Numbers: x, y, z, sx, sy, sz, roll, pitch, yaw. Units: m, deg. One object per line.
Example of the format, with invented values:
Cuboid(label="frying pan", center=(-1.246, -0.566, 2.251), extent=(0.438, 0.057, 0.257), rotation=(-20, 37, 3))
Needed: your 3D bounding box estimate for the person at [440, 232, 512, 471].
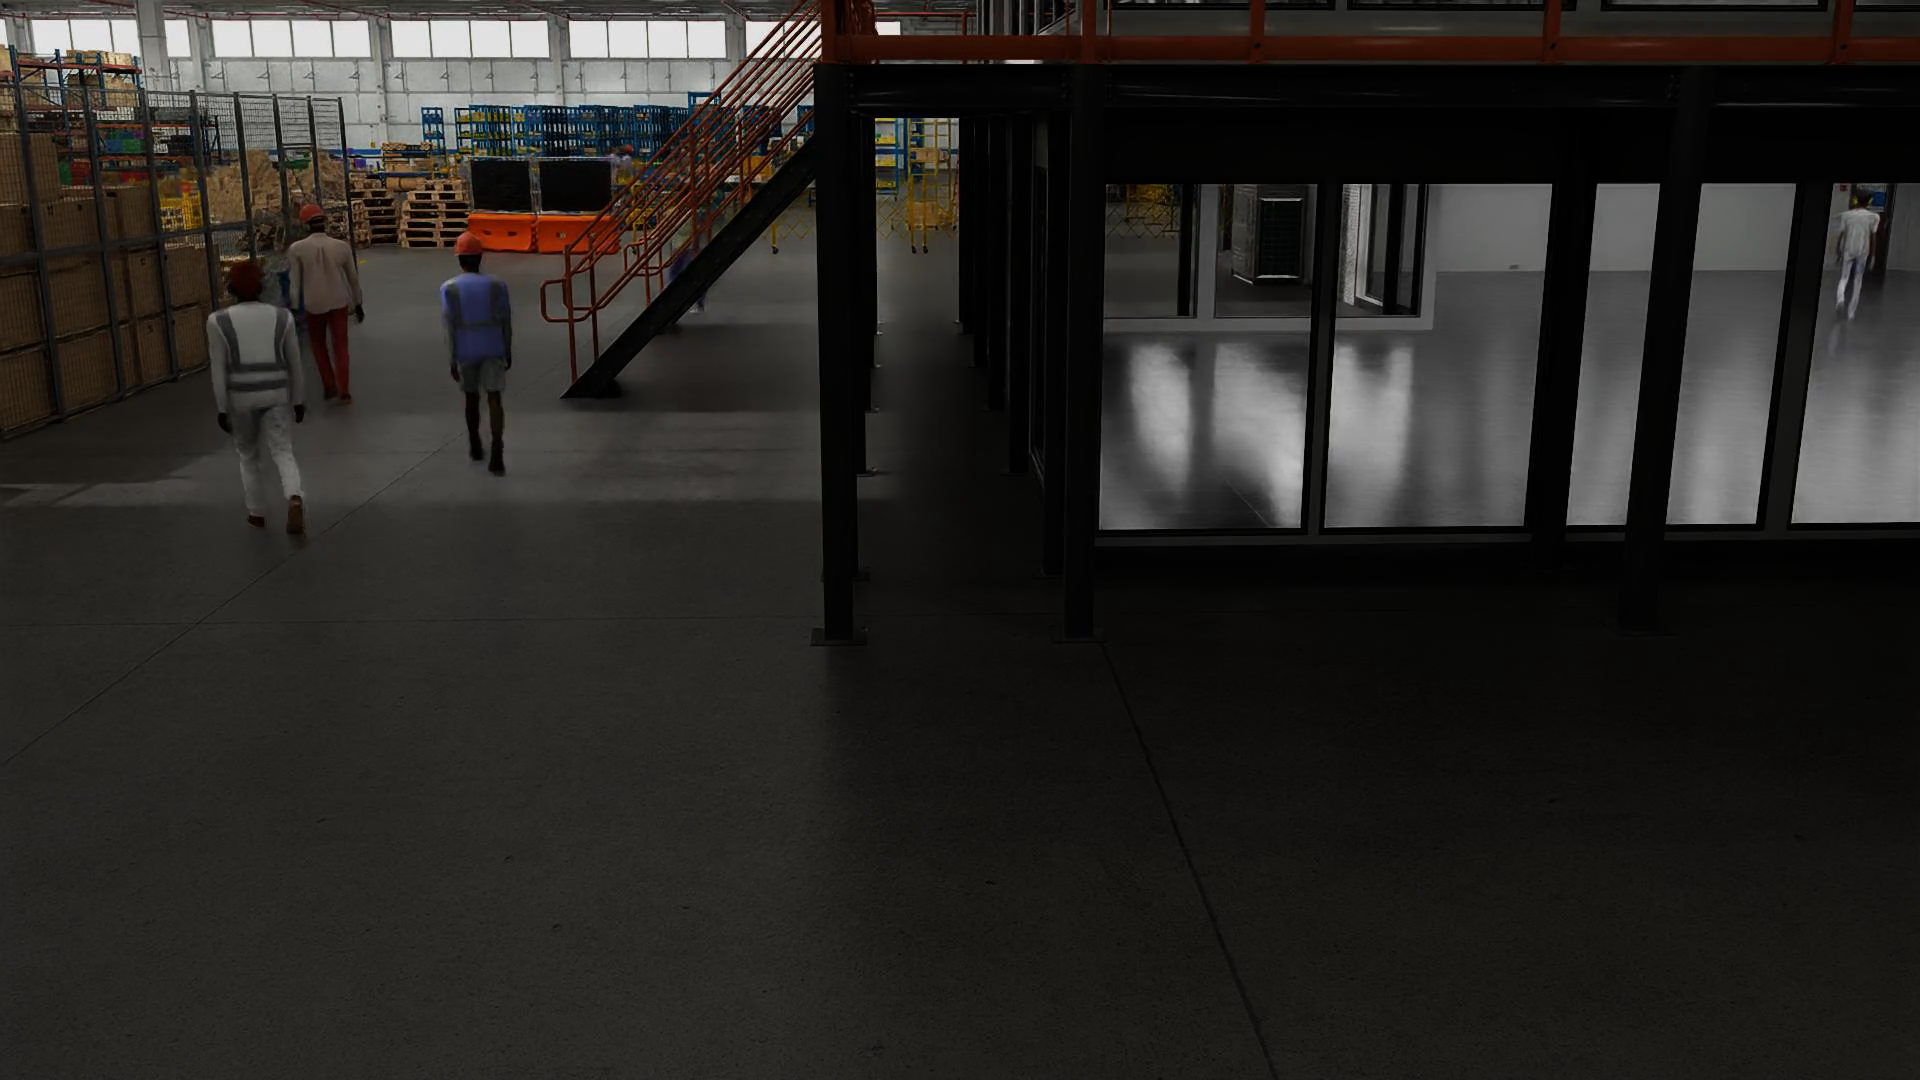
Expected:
Cuboid(label="person", center=(-3.876, -1.517, 13.398), extent=(0.537, 1.904, 0.971), rotation=(-4, 15, -16))

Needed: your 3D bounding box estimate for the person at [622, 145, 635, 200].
Cuboid(label="person", center=(-11.572, -12.777, 58.146), extent=(0.466, 2.019, 0.636), rotation=(-6, 15, -21))

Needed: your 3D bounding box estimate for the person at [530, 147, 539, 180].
Cuboid(label="person", center=(-18.804, -16.493, 73.574), extent=(0.746, 1.733, 0.544), rotation=(0, 14, 2))

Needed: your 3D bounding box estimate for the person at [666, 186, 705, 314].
Cuboid(label="person", center=(-4.064, -4.185, 24.111), extent=(0.614, 1.862, 0.987), rotation=(10, 17, 34))

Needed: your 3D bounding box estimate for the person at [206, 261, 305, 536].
Cuboid(label="person", center=(-4.673, -0.931, 11.147), extent=(0.587, 1.860, 0.824), rotation=(-10, 17, -33))

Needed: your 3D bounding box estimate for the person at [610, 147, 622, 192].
Cuboid(label="person", center=(-12.937, -13.939, 63.067), extent=(0.553, 1.880, 0.747), rotation=(3, 14, 10))

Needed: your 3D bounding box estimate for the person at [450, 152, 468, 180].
Cuboid(label="person", center=(-16.794, -12.084, 55.796), extent=(0.608, 1.810, 0.585), rotation=(-1, 14, -5))

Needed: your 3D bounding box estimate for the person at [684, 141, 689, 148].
Cuboid(label="person", center=(-13.956, -19.330, 84.520), extent=(1.026, 1.941, 0.625), rotation=(-7, 16, -27))

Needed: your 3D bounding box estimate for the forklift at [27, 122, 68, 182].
Cuboid(label="forklift", center=(-35.376, -14.773, 64.377), extent=(1.129, 2.768, 1.873), rotation=(-1, 14, -2))

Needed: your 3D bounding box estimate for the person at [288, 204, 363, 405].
Cuboid(label="person", center=(-6.293, -2.341, 16.522), extent=(0.687, 1.965, 0.580), rotation=(-8, 16, -28))

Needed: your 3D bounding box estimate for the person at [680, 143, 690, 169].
Cuboid(label="person", center=(-13.858, -19.222, 84.283), extent=(0.592, 1.833, 0.404), rotation=(-5, 15, -19))
